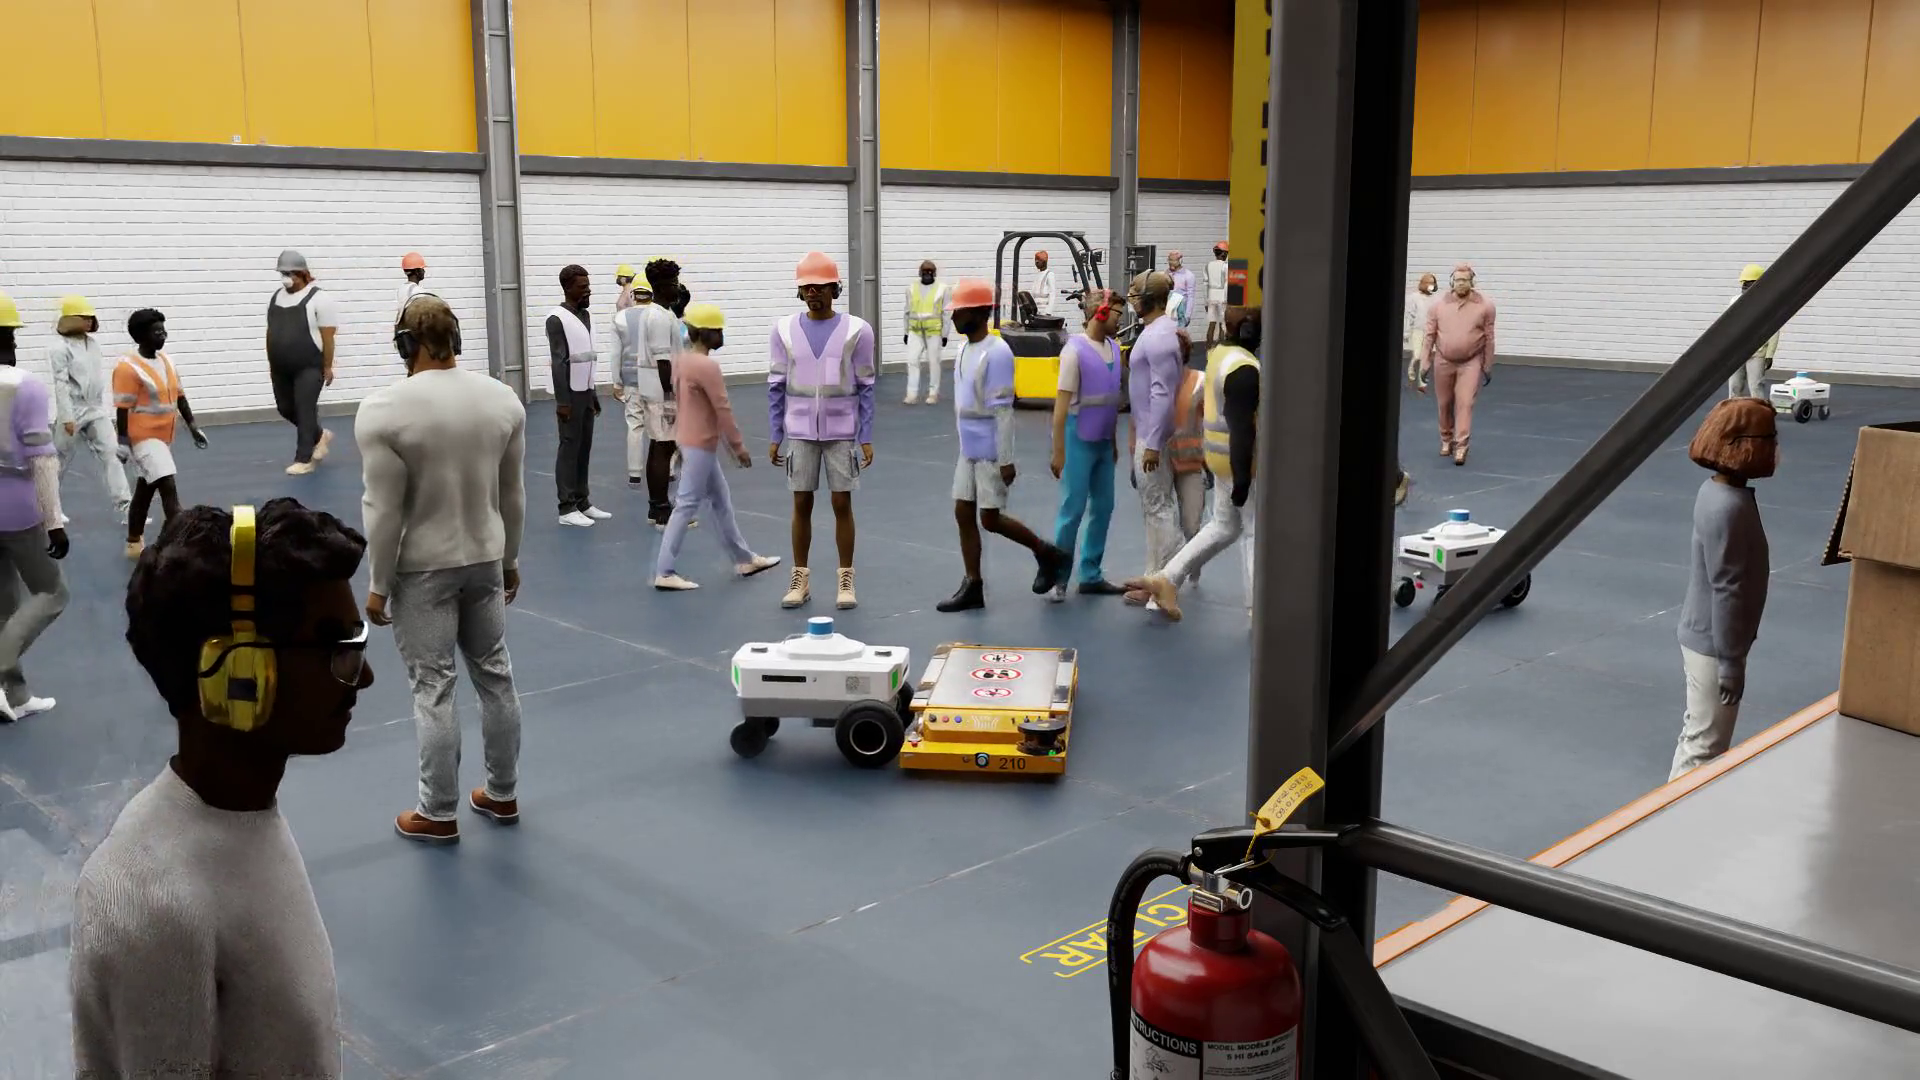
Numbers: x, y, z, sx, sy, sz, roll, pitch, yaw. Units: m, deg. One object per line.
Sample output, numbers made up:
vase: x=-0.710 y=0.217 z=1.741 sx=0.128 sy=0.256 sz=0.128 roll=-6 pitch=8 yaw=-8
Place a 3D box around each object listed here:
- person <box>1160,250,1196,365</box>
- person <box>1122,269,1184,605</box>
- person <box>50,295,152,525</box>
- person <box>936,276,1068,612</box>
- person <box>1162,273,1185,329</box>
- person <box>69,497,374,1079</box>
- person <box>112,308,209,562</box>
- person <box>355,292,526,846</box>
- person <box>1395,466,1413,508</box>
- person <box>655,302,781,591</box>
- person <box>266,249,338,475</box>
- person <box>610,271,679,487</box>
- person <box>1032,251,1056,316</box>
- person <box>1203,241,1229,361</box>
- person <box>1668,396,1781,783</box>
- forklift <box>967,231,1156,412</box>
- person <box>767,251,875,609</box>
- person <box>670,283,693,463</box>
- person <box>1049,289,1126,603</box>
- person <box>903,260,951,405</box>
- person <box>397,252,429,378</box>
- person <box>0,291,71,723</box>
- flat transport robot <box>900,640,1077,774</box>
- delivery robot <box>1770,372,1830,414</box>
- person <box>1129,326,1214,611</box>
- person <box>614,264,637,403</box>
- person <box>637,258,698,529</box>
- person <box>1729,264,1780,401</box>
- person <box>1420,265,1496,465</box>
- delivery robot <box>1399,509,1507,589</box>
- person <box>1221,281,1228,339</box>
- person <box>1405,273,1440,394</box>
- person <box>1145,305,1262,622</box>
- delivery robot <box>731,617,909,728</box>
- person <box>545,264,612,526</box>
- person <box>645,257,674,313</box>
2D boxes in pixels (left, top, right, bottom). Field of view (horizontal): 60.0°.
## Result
person: x=3.226 y=-3.423 z=25.177 sx=0.643 sy=1.908 sz=0.411 roll=7 pitch=13 yaw=35
person: x=1.126 y=-0.589 z=9.640 sx=0.351 sy=1.936 sz=0.635 roll=1 pitch=10 yaw=6
person: x=-6.469 y=-0.942 z=12.235 sx=0.927 sy=1.702 sz=0.493 roll=3 pitch=11 yaw=16
person: x=0.228 y=-0.536 z=9.433 sx=0.695 sy=1.918 sz=0.556 roll=-5 pitch=12 yaw=-26
person: x=2.680 y=-2.661 z=21.762 sx=0.515 sy=1.636 sz=0.314 roll=3 pitch=11 yaw=15
person: x=-0.671 y=0.871 z=1.900 sx=0.644 sy=1.851 sz=0.568 roll=-4 pitch=11 yaw=-18
person: x=-5.093 y=-0.651 z=10.710 sx=0.838 sy=1.658 sz=0.548 roll=1 pitch=10 yaw=3
person: x=-1.811 y=0.106 z=5.855 sx=0.373 sy=1.937 sz=0.630 roll=9 pitch=14 yaw=40
person: x=3.065 y=-1.093 z=12.716 sx=0.758 sy=1.822 sz=0.515 roll=-3 pitch=11 yaw=-15
person: x=-1.485 y=-0.563 z=10.079 sx=0.896 sy=1.728 sz=0.542 roll=-4 pitch=11 yaw=-23
person: x=-5.977 y=-1.646 z=15.118 sx=0.697 sy=2.000 sz=0.831 roll=3 pitch=11 yaw=16
person: x=-2.655 y=-1.359 z=14.122 sx=0.602 sy=1.830 sz=0.404 roll=-1 pitch=10 yaw=-8
person: x=1.317 y=-3.662 z=26.542 sx=0.356 sy=1.884 sz=0.572 roll=-4 pitch=11 yaw=-23
person: x=4.414 y=-4.047 z=28.232 sx=0.605 sy=2.033 sz=0.391 roll=10 pitch=14 yaw=44
person: x=2.426 y=0.359 z=5.290 sx=0.286 sy=1.636 sz=0.500 roll=4 pitch=11 yaw=20
forklift: x=1.222 y=-2.721 z=20.561 sx=2.313 sy=2.155 sz=1.214 roll=2 pitch=11 yaw=13
person: x=-0.793 y=-0.615 z=9.488 sx=0.615 sy=2.043 sz=0.373 roll=1 pitch=10 yaw=4
person: x=-2.592 y=-1.531 z=15.430 sx=0.531 sy=1.697 sz=0.322 roll=4 pitch=11 yaw=19
person: x=0.725 y=-0.550 z=9.761 sx=0.386 sy=1.823 sz=0.702 roll=7 pitch=13 yaw=34
person: x=-0.452 y=-2.587 z=20.875 sx=0.641 sy=1.809 sz=0.809 roll=3 pitch=11 yaw=16
person: x=-6.061 y=-2.235 z=18.601 sx=0.348 sy=1.942 sz=0.548 roll=-9 pitch=14 yaw=-42
person: x=-4.146 y=-0.120 z=7.157 sx=0.610 sy=1.910 sz=0.505 roll=3 pitch=11 yaw=14
flat transport robot: x=0.159 y=0.693 z=7.196 sx=0.652 sy=0.197 sz=1.431 roll=1 pitch=10 yaw=6
delivery robot: x=9.703 y=-1.699 z=19.209 sx=0.707 sy=0.478 sz=0.477 roll=-6 pitch=12 yaw=-30
person: x=1.243 y=-0.430 z=9.635 sx=0.525 sy=1.624 sz=0.604 roll=3 pitch=11 yaw=15
person: x=-4.259 y=-2.642 z=21.291 sx=0.302 sy=1.772 sz=0.523 roll=-5 pitch=12 yaw=-26
person: x=-2.161 y=-1.065 z=12.151 sx=0.368 sy=1.966 sz=0.603 roll=-4 pitch=11 yaw=-19
person: x=8.316 y=-1.990 z=17.565 sx=0.403 sy=1.830 sz=0.601 roll=-6 pitch=12 yaw=-30
person: x=4.719 y=-1.677 z=15.804 sx=0.658 sy=1.859 sz=0.969 roll=5 pitch=11 yaw=24
delivery robot: x=2.865 y=0.068 z=9.570 sx=0.707 sy=0.478 sz=0.477 roll=-7 pitch=12 yaw=-33
person: x=3.536 y=-2.720 z=21.404 sx=0.337 sy=1.882 sz=0.584 roll=3 pitch=11 yaw=13
person: x=6.269 y=-2.781 z=22.438 sx=0.526 sy=1.617 sz=0.343 roll=-2 pitch=11 yaw=-11
person: x=1.448 y=-0.401 z=8.944 sx=0.815 sy=1.820 sz=0.633 roll=-1 pitch=10 yaw=-4
delivery robot: x=-0.575 y=0.562 z=6.871 sx=0.707 sy=0.478 sz=0.477 roll=1 pitch=10 yaw=5
person: x=-2.852 y=-1.072 z=12.322 sx=0.385 sy=1.918 sz=0.596 roll=2 pitch=11 yaw=11
person: x=-3.629 y=-2.553 z=20.546 sx=0.994 sy=1.855 sz=0.717 roll=-10 pitch=14 yaw=-43
